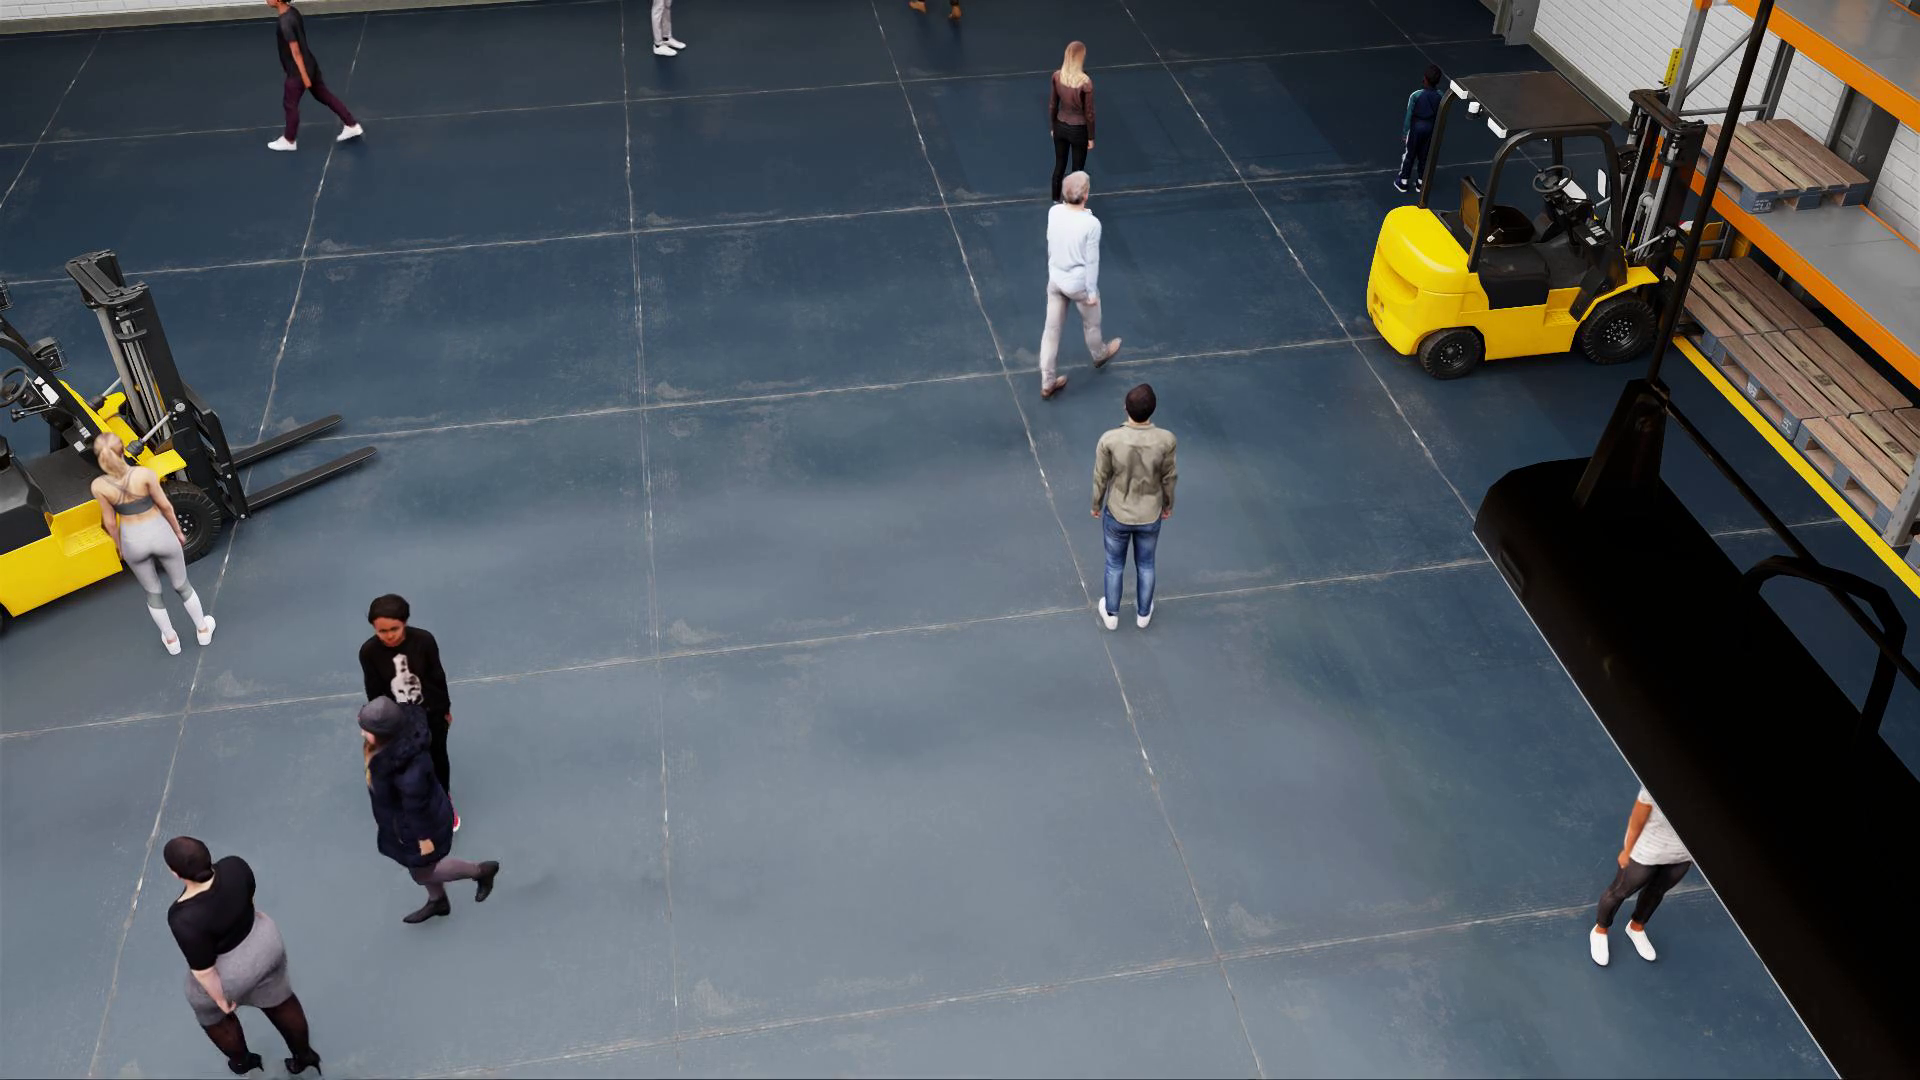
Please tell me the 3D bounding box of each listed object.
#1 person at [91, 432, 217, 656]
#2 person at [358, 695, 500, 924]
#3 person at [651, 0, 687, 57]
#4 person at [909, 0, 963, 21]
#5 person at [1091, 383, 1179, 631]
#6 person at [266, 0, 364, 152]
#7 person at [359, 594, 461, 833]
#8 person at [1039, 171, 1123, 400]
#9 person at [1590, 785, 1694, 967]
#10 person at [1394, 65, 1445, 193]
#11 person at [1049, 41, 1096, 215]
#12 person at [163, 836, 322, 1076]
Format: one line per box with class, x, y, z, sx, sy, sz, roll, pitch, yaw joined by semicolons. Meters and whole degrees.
person;-5.189;0.017;10.639;0.612;1.707;0.616;-16;41;-19
person;-2.835;1.444;8.887;0.875;1.663;0.861;-20;43;-23
person;-3.350;-6.346;18.503;0.798;1.835;0.632;9;39;11
person;-0.232;-6.842;19.239;0.985;1.694;1.199;-26;45;-28
person;1.116;-0.187;10.769;0.734;1.864;0.614;-1;39;-2
person;-6.479;-4.724;16.545;0.679;1.746;1.073;-6;39;-8
person;-3.137;0.924;9.545;0.694;1.655;0.943;-13;41;-16
person;0.814;-1.941;12.969;1.151;1.860;1.198;25;45;28
person;3.657;1.595;8.711;0.578;1.647;0.542;-3;39;-4
person;4.436;-3.952;15.971;0.527;1.255;0.504;-1;39;-1
person;1.028;-3.780;15.396;0.659;1.704;0.720;24;44;27
person;-3.409;2.076;8.034;0.893;1.740;0.827;17;42;20
